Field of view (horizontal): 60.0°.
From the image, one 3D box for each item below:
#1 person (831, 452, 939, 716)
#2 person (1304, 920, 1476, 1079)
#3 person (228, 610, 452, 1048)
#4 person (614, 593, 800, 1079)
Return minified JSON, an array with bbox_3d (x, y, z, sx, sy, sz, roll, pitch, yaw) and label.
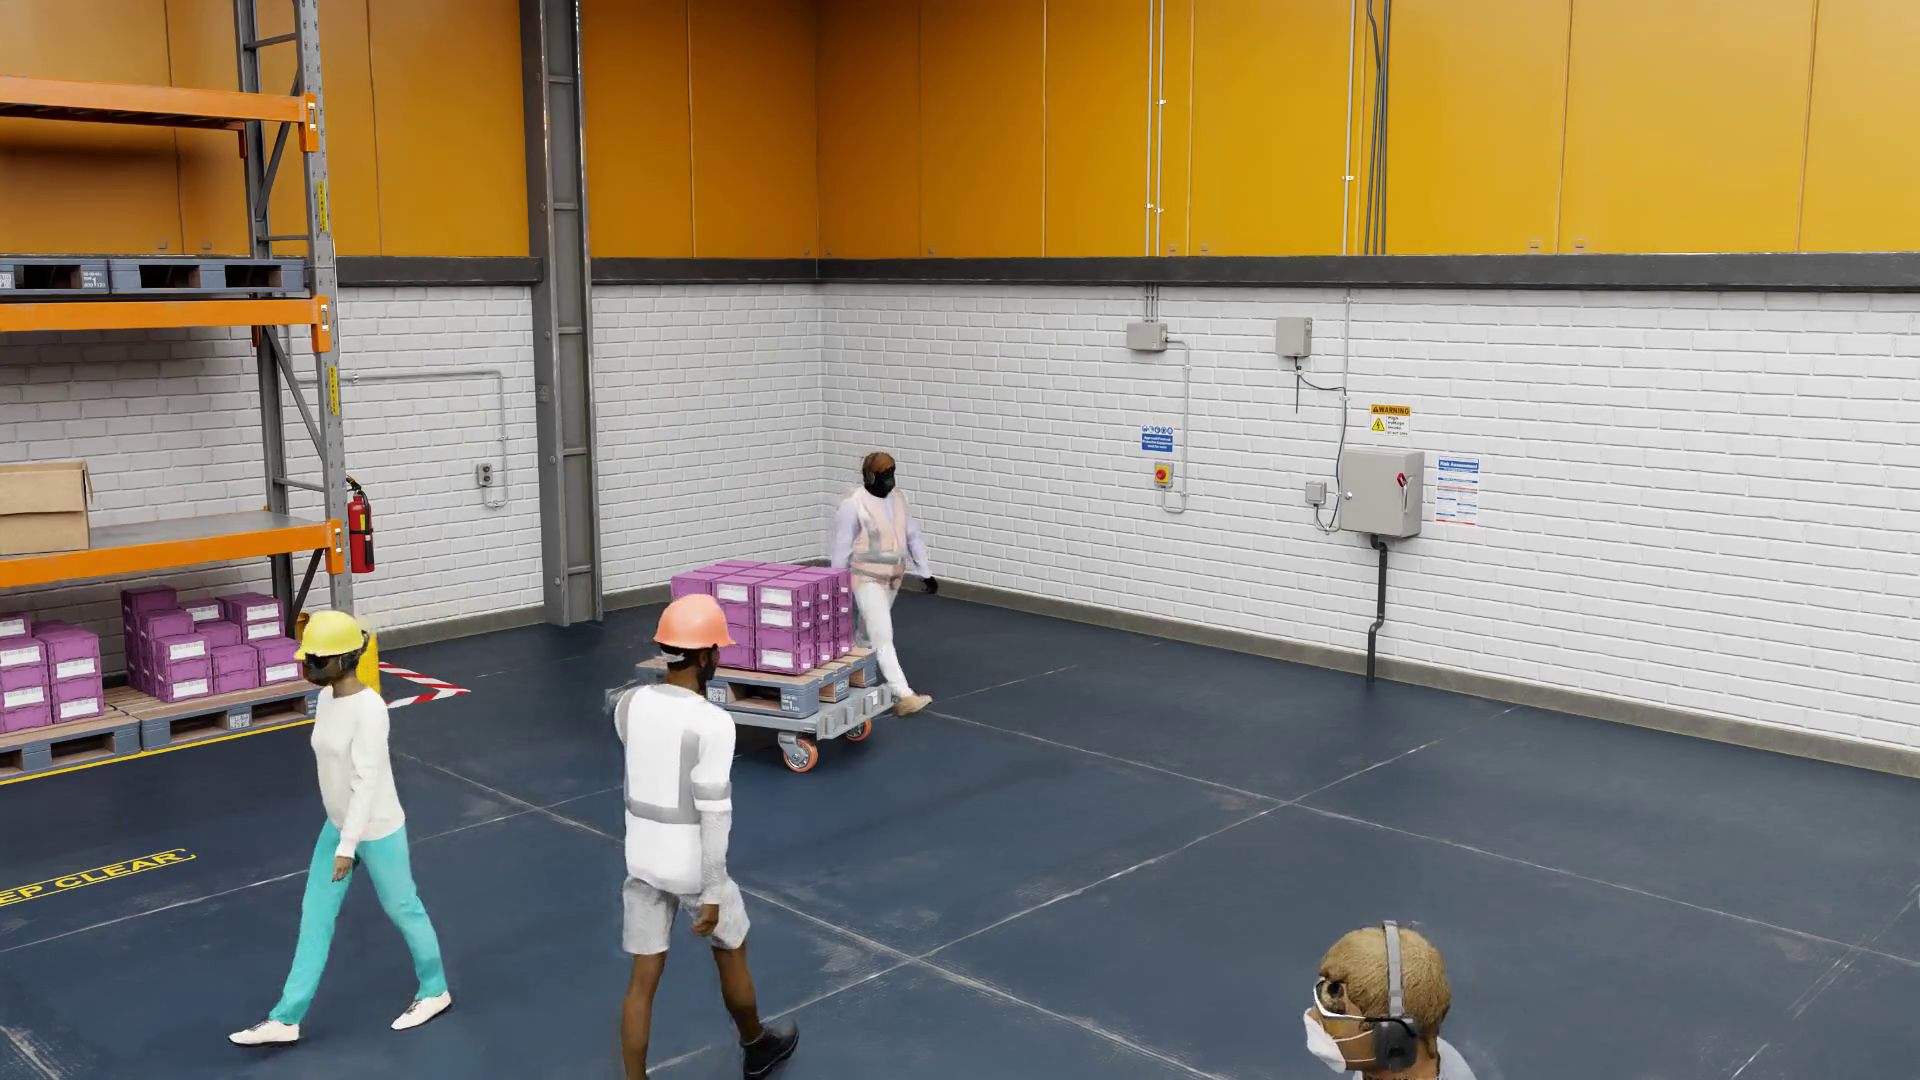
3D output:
[{"bbox_3d":[-0.506,0.289,11.412,0.971,1.789,0.635,7,12,37],"label":"person"},{"bbox_3d":[0.843,1.604,3.083,1.028,1.895,0.645,3,10,18],"label":"person"},{"bbox_3d":[-2.409,1.134,6.442,0.535,1.725,0.880,8,12,42],"label":"person"},{"bbox_3d":[-0.938,1.123,6.002,0.548,1.890,0.931,5,11,29],"label":"person"}]
